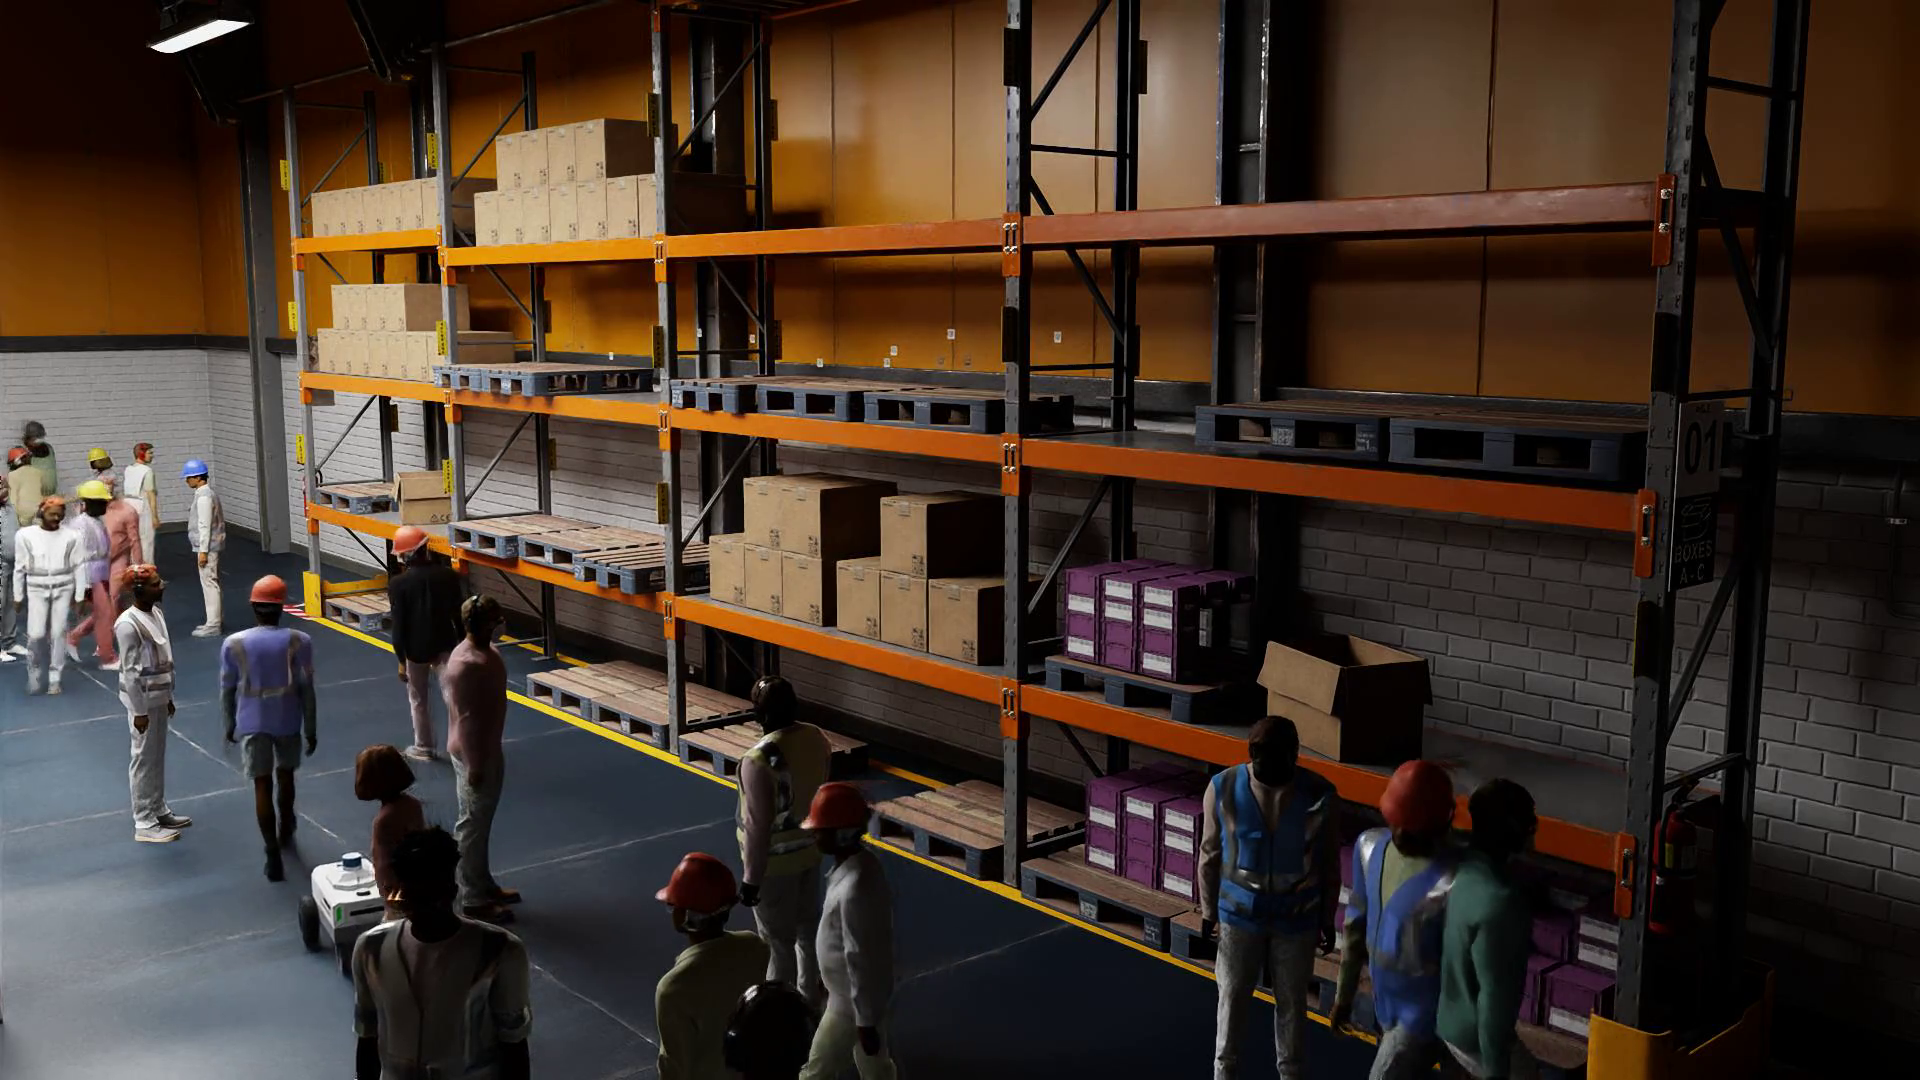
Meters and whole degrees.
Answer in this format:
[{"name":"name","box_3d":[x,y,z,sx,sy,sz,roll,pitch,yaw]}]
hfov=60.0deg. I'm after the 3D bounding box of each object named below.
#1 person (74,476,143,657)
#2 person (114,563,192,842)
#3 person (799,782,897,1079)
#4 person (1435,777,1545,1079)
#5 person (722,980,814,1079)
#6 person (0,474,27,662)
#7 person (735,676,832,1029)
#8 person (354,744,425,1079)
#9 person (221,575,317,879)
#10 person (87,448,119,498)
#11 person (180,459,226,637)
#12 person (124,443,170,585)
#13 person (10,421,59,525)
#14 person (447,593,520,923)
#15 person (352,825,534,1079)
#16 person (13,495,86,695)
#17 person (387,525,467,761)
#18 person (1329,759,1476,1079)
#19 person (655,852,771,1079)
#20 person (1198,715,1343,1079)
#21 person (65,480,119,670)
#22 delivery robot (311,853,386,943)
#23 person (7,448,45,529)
[{"name":"person","box_3d":[-8.882,0.236,17.386,0.661,1.862,0.903,0,8,-1]},{"name":"person","box_3d":[-5.492,1.094,11.287,0.356,1.885,0.574,-1,8,-9]},{"name":"person","box_3d":[-0.514,1.821,6.747,0.673,1.727,0.577,0,8,3]},{"name":"person","box_3d":[1.948,1.814,6.125,0.441,1.923,0.647,0,8,0]},{"name":"person","box_3d":[-0.426,2.093,4.275,0.633,1.909,0.782,-6,10,-37]},{"name":"person","box_3d":[-9.736,0.279,16.920,0.410,1.899,0.665,0,8,0]},{"name":"person","box_3d":[-0.881,1.569,8.143,0.430,1.841,0.624,5,9,29]},{"name":"person","box_3d":[-2.603,1.744,7.724,0.593,1.601,0.511,0,8,3]},{"name":"person","box_3d":[-4.467,1.163,10.778,0.556,1.878,0.973,-4,9,-24]},{"name":"person","box_3d":[-11.249,-0.352,21.869,0.488,1.730,0.324,4,9,27]},{"name":"person","box_3d":[-8.241,0.082,18.154,0.421,1.936,0.612,-3,9,-22]},{"name":"person","box_3d":[-10.460,-0.322,21.270,0.564,1.841,0.389,6,10,35]},{"name":"person","box_3d":[-13.198,-0.774,23.726,1.049,2.000,0.700,4,9,25]},{"name":"person","box_3d":[-2.833,1.272,9.857,0.378,1.940,0.628,0,8,-3]},{"name":"person","box_3d":[-1.713,1.889,5.504,0.606,1.957,0.373,1,8,5]},{"name":"person","box_3d":[-8.402,0.516,15.377,0.597,1.860,0.455,-5,9,-30]},{"name":"person","box_3d":[-4.075,0.845,12.870,0.649,1.938,1.020,-6,10,-38]},{"name":"person","box_3d":[1.791,1.759,6.298,0.812,1.997,0.613,-2,8,-12]},{"name":"person","box_3d":[-0.886,1.943,5.820,0.322,1.755,0.563,4,9,26]},{"name":"person","box_3d":[1.375,1.675,7.404,0.626,1.840,0.430,1,8,10]},{"name":"person","box_3d":[-8.553,0.352,16.354,0.661,1.908,0.597,-1,8,-8]},{"name":"delivery robot","box_3d":[-3.386,1.995,9.294,0.477,0.478,0.707,-5,10,-31]},{"name":"person","box_3d":[-12.504,-0.388,22.236,0.872,1.685,0.571,4,9,25]}]
